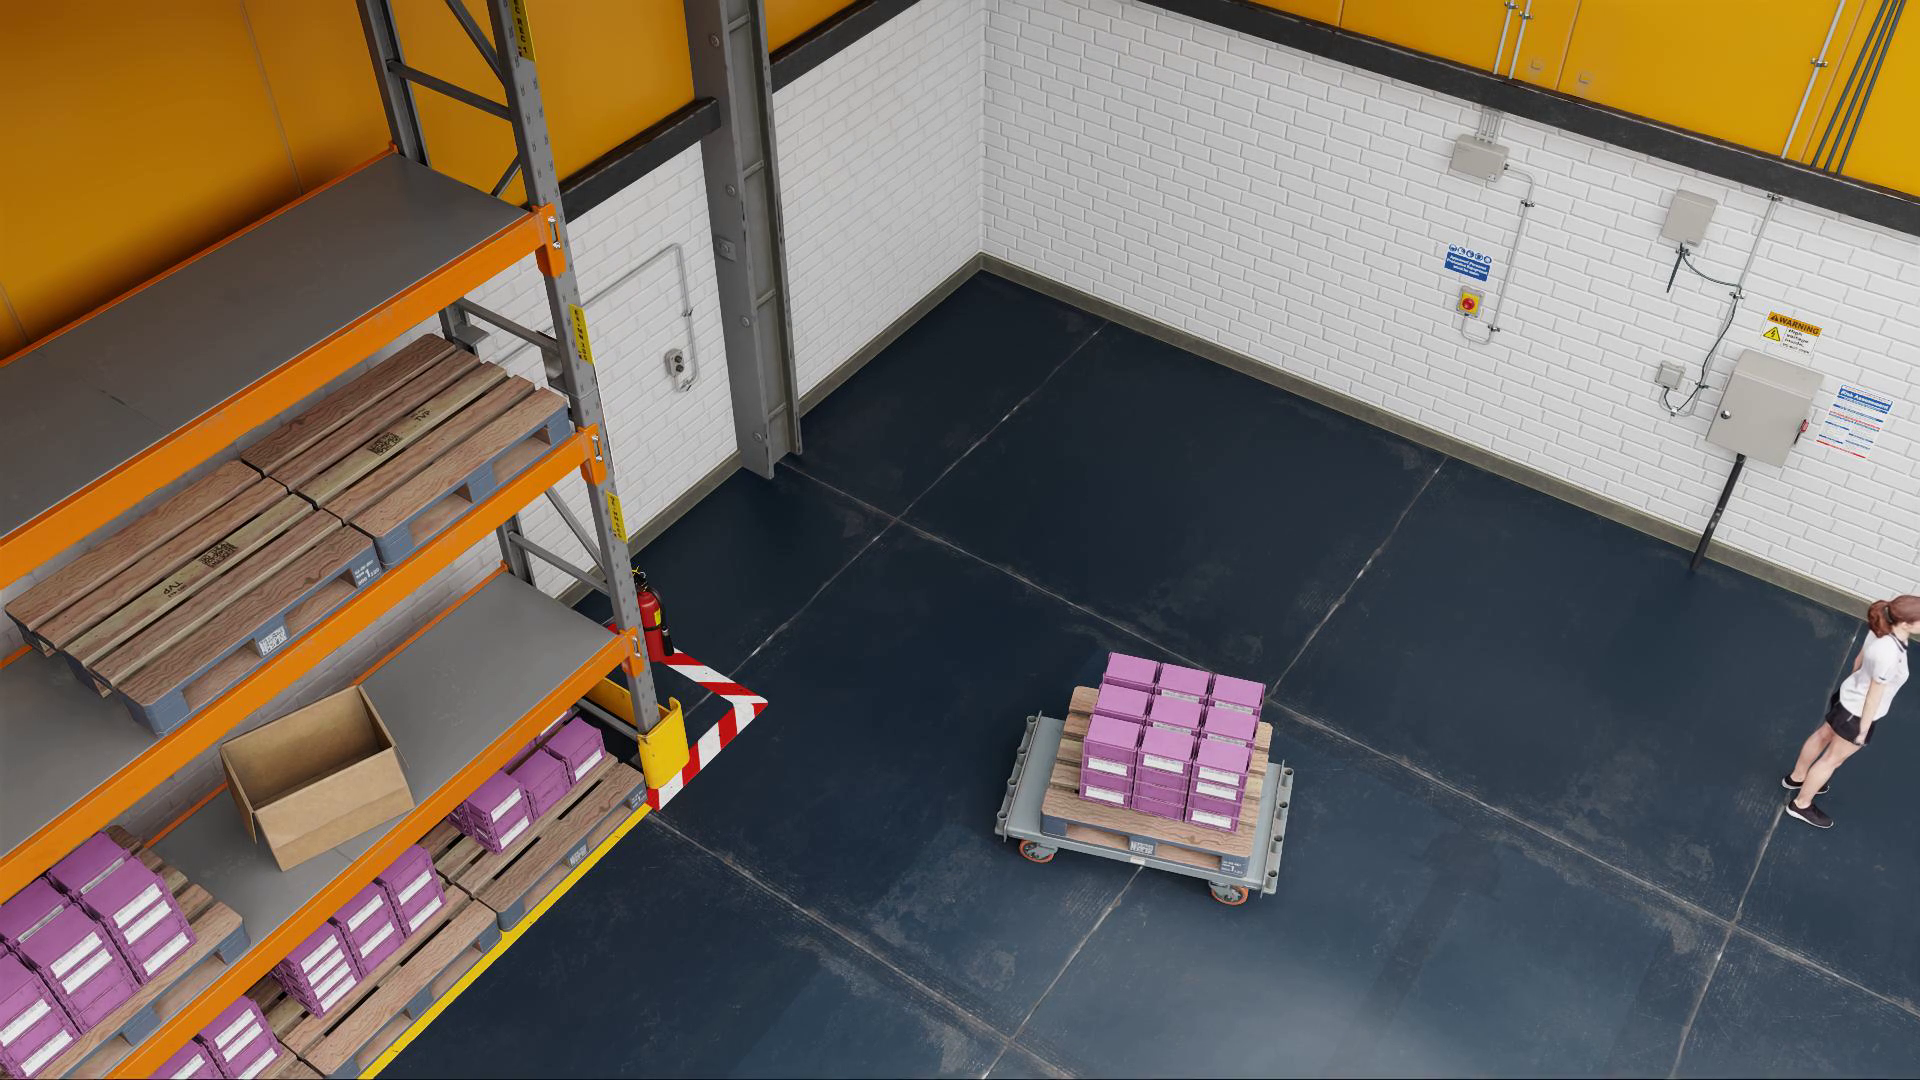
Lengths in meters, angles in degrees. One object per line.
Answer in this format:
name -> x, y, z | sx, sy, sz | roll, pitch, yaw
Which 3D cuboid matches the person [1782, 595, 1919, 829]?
person -> 5.187, 0.963, 9.634 | 0.689, 1.752, 0.581 | 13, 45, 13
